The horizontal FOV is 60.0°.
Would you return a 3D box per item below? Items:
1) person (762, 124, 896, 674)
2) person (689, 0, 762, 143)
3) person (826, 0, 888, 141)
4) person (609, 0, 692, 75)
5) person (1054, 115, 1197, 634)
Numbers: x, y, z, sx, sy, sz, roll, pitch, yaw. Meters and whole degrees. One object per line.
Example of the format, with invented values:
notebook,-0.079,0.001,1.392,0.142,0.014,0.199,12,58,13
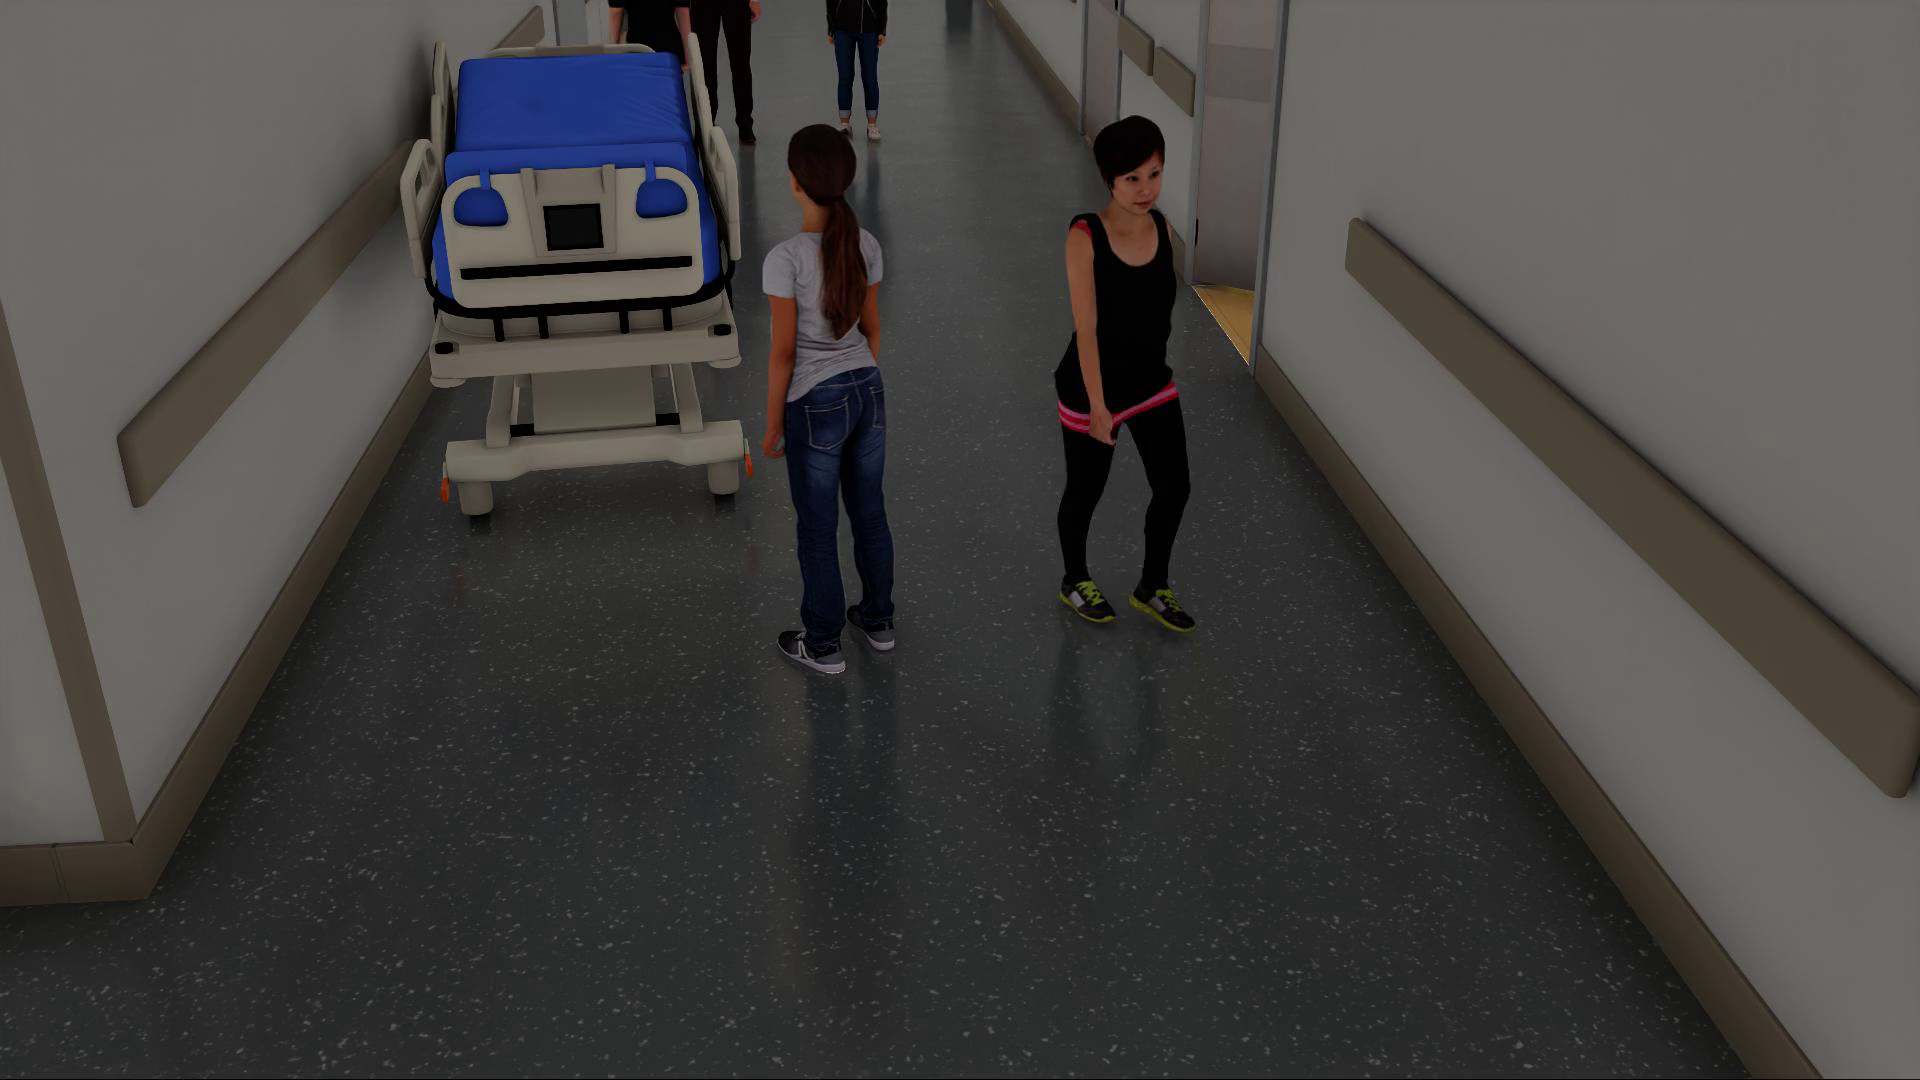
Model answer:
person,-0.363,-0.384,4.659,0.598,1.562,0.684,-19,32,-34
person,-1.575,-3.570,10.920,0.544,1.863,0.743,-1,26,-1
person,-0.684,-3.411,11.027,0.488,1.483,0.643,1,26,2
person,-1.754,-2.800,9.602,0.725,1.620,0.770,-10,27,-19
person,0.406,-0.475,4.880,0.711,1.534,0.738,-15,29,-28
